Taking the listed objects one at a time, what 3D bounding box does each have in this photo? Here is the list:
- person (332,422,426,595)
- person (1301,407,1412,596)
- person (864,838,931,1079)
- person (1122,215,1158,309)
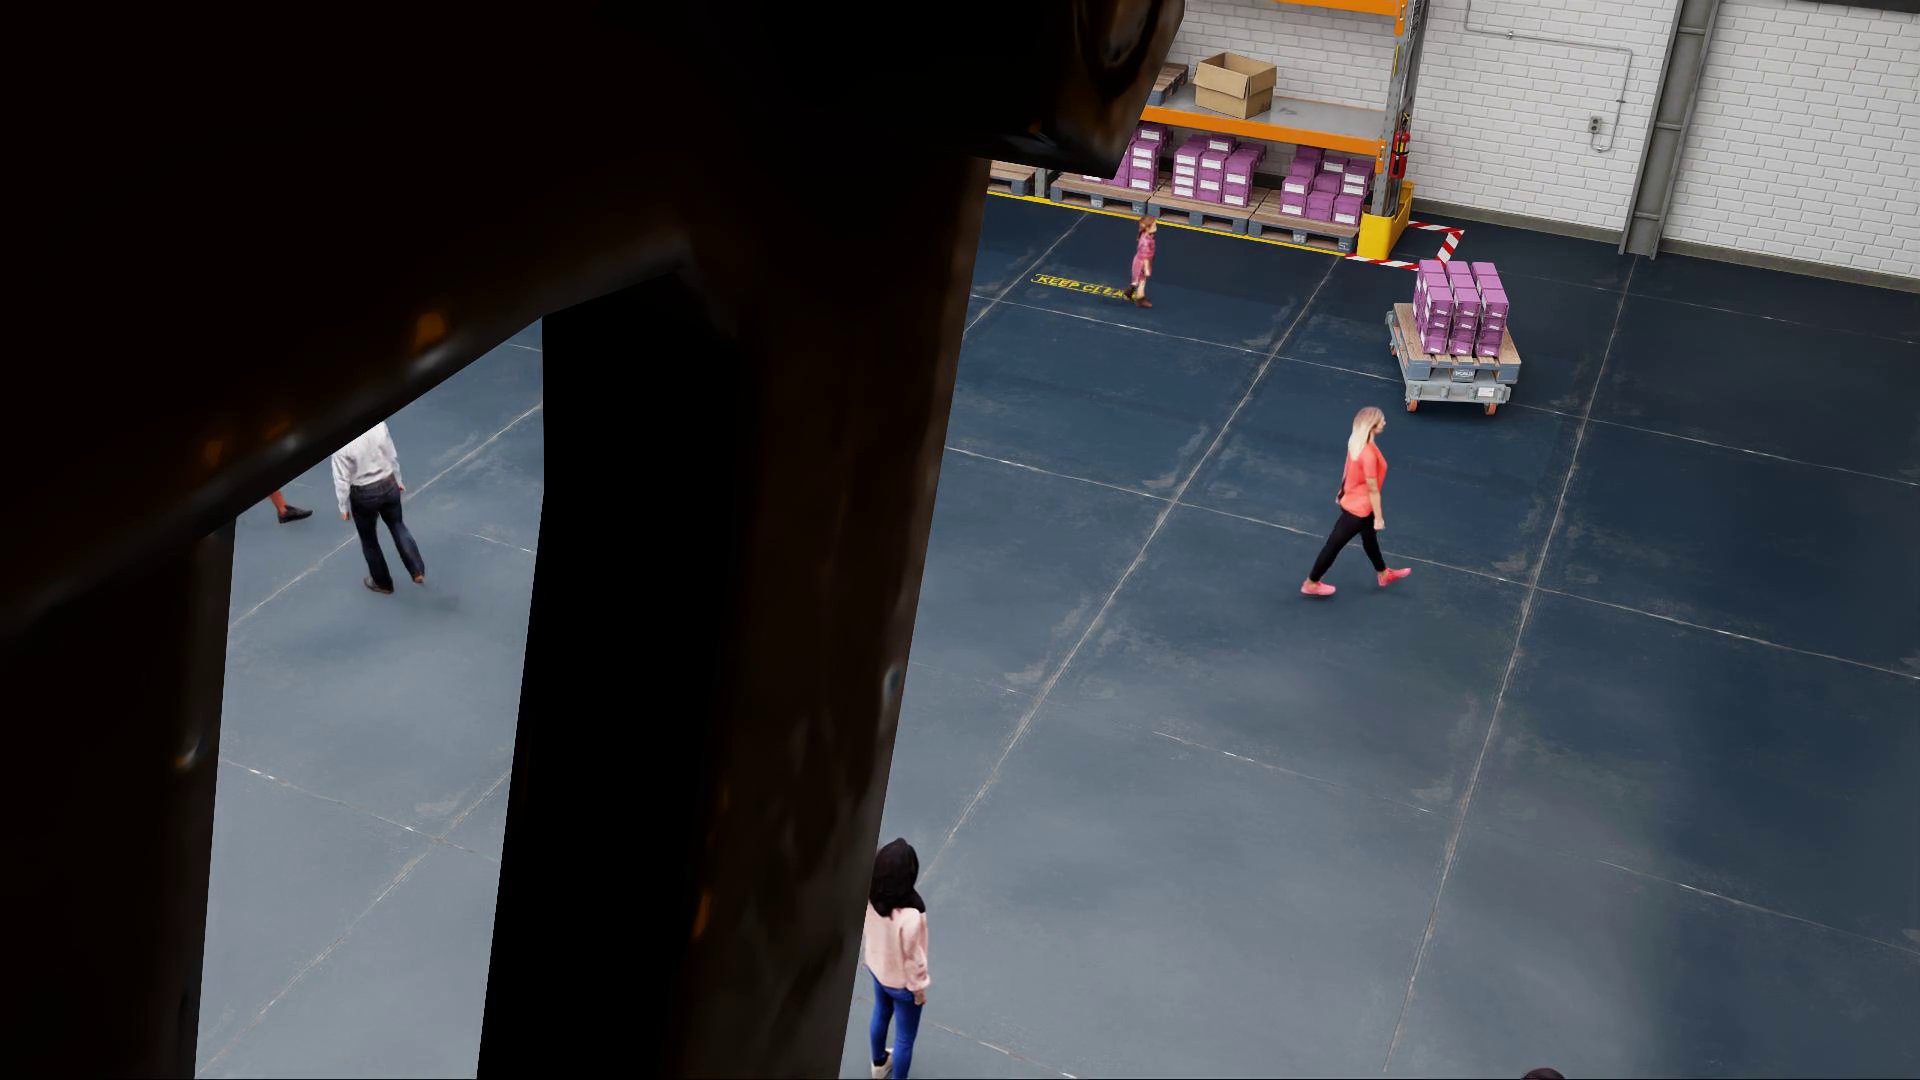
[{"bbox_3d":[-4.431,-0.346,12.651,0.881,1.811,0.806,24,40,31],"label":"person"},{"bbox_3d":[2.909,-0.242,12.644,1.175,1.645,0.924,-1,34,-1],"label":"person"},{"bbox_3d":[-0.344,2.273,8.752,0.789,1.766,0.672,-20,39,-28],"label":"person"},{"bbox_3d":[1.847,-2.876,17.179,0.604,1.013,0.511,5,34,7],"label":"person"}]
